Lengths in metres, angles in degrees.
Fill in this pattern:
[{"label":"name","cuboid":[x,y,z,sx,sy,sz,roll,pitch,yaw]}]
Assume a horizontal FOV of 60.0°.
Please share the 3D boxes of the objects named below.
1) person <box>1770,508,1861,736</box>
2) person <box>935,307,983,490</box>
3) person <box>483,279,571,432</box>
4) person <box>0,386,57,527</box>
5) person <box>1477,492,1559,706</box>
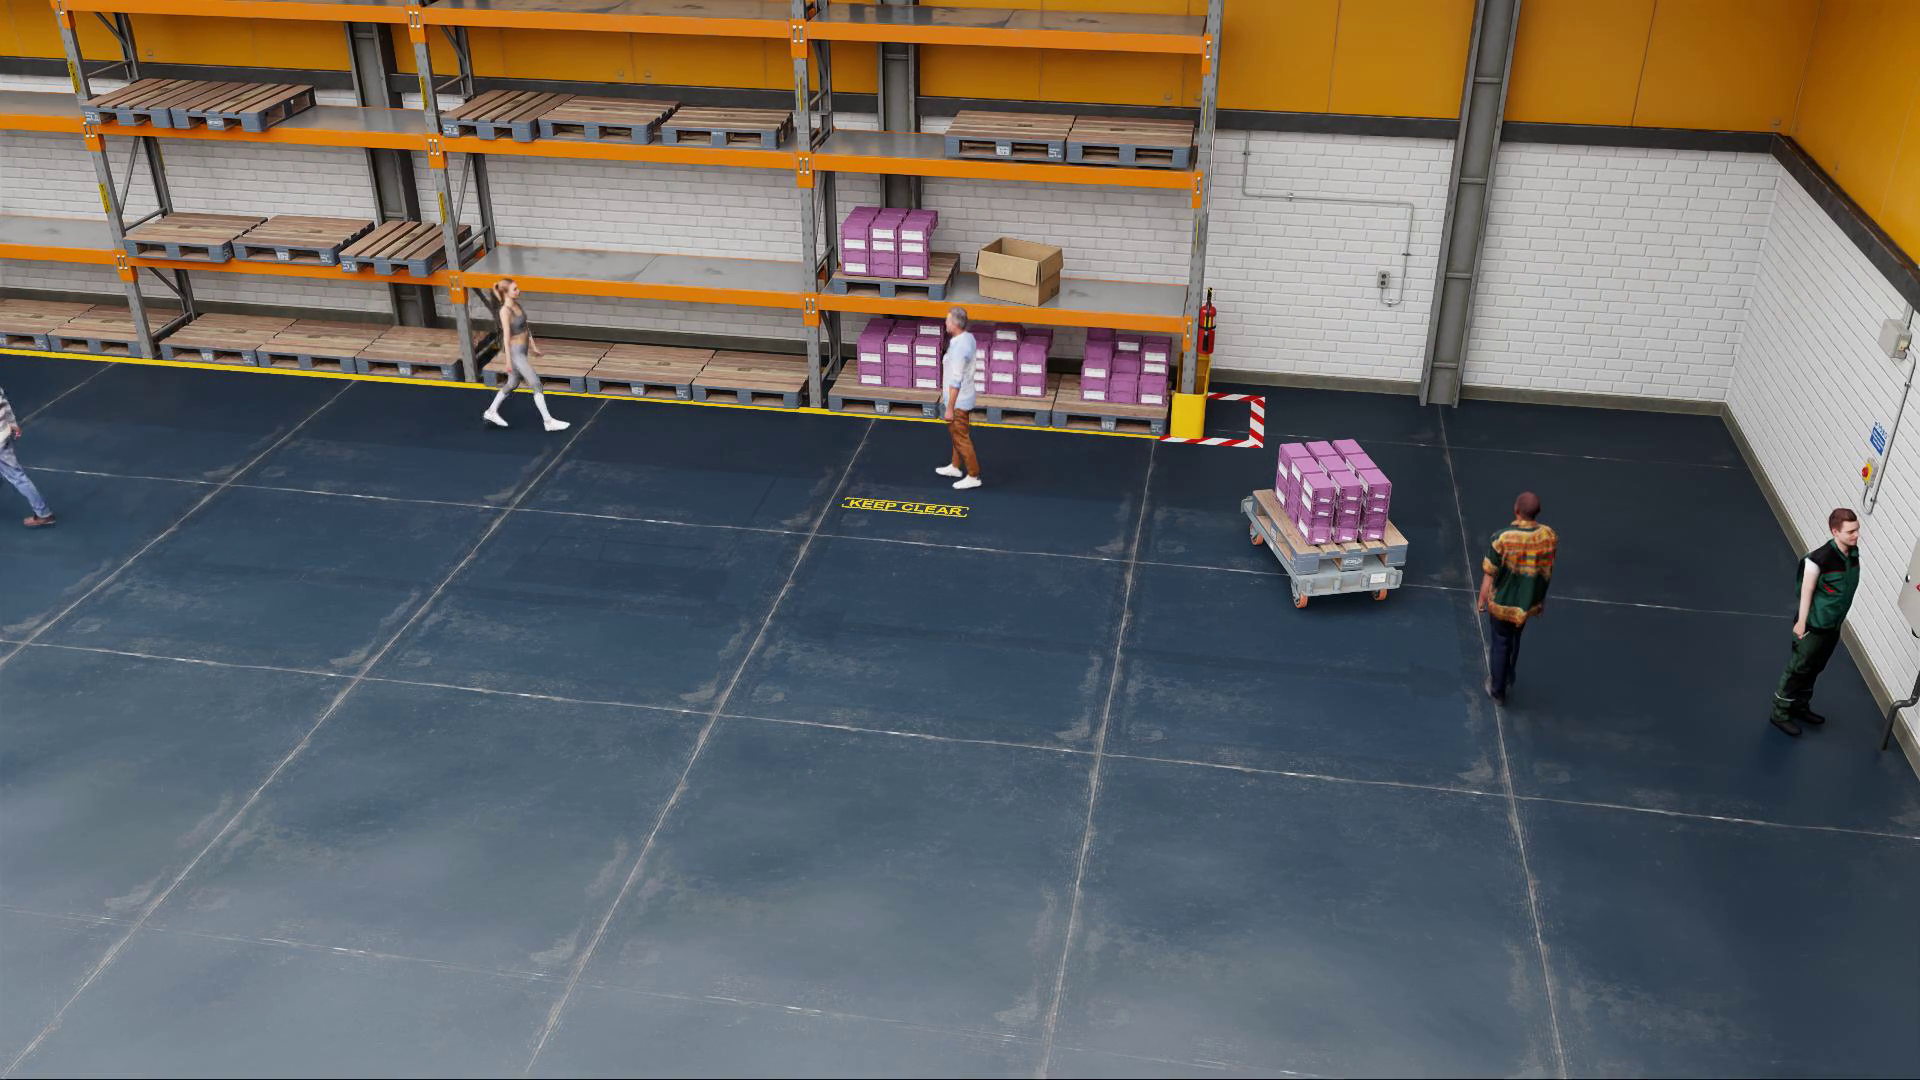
[{"label":"person","cuboid":[6.447,0.593,12.464,0.739,1.843,0.805,-17,33,-28]},{"label":"person","cuboid":[0.026,-1.387,16.103,0.714,1.834,0.682,4,29,8]},{"label":"person","cuboid":[-4.654,-1.896,17.213,1.182,1.664,0.687,1,29,1]},{"label":"person","cuboid":[-8.784,-0.936,15.308,1.197,1.804,0.858,-1,29,-2]},{"label":"person","cuboid":[4.255,0.493,12.691,0.698,1.800,0.831,-2,29,-3]}]
